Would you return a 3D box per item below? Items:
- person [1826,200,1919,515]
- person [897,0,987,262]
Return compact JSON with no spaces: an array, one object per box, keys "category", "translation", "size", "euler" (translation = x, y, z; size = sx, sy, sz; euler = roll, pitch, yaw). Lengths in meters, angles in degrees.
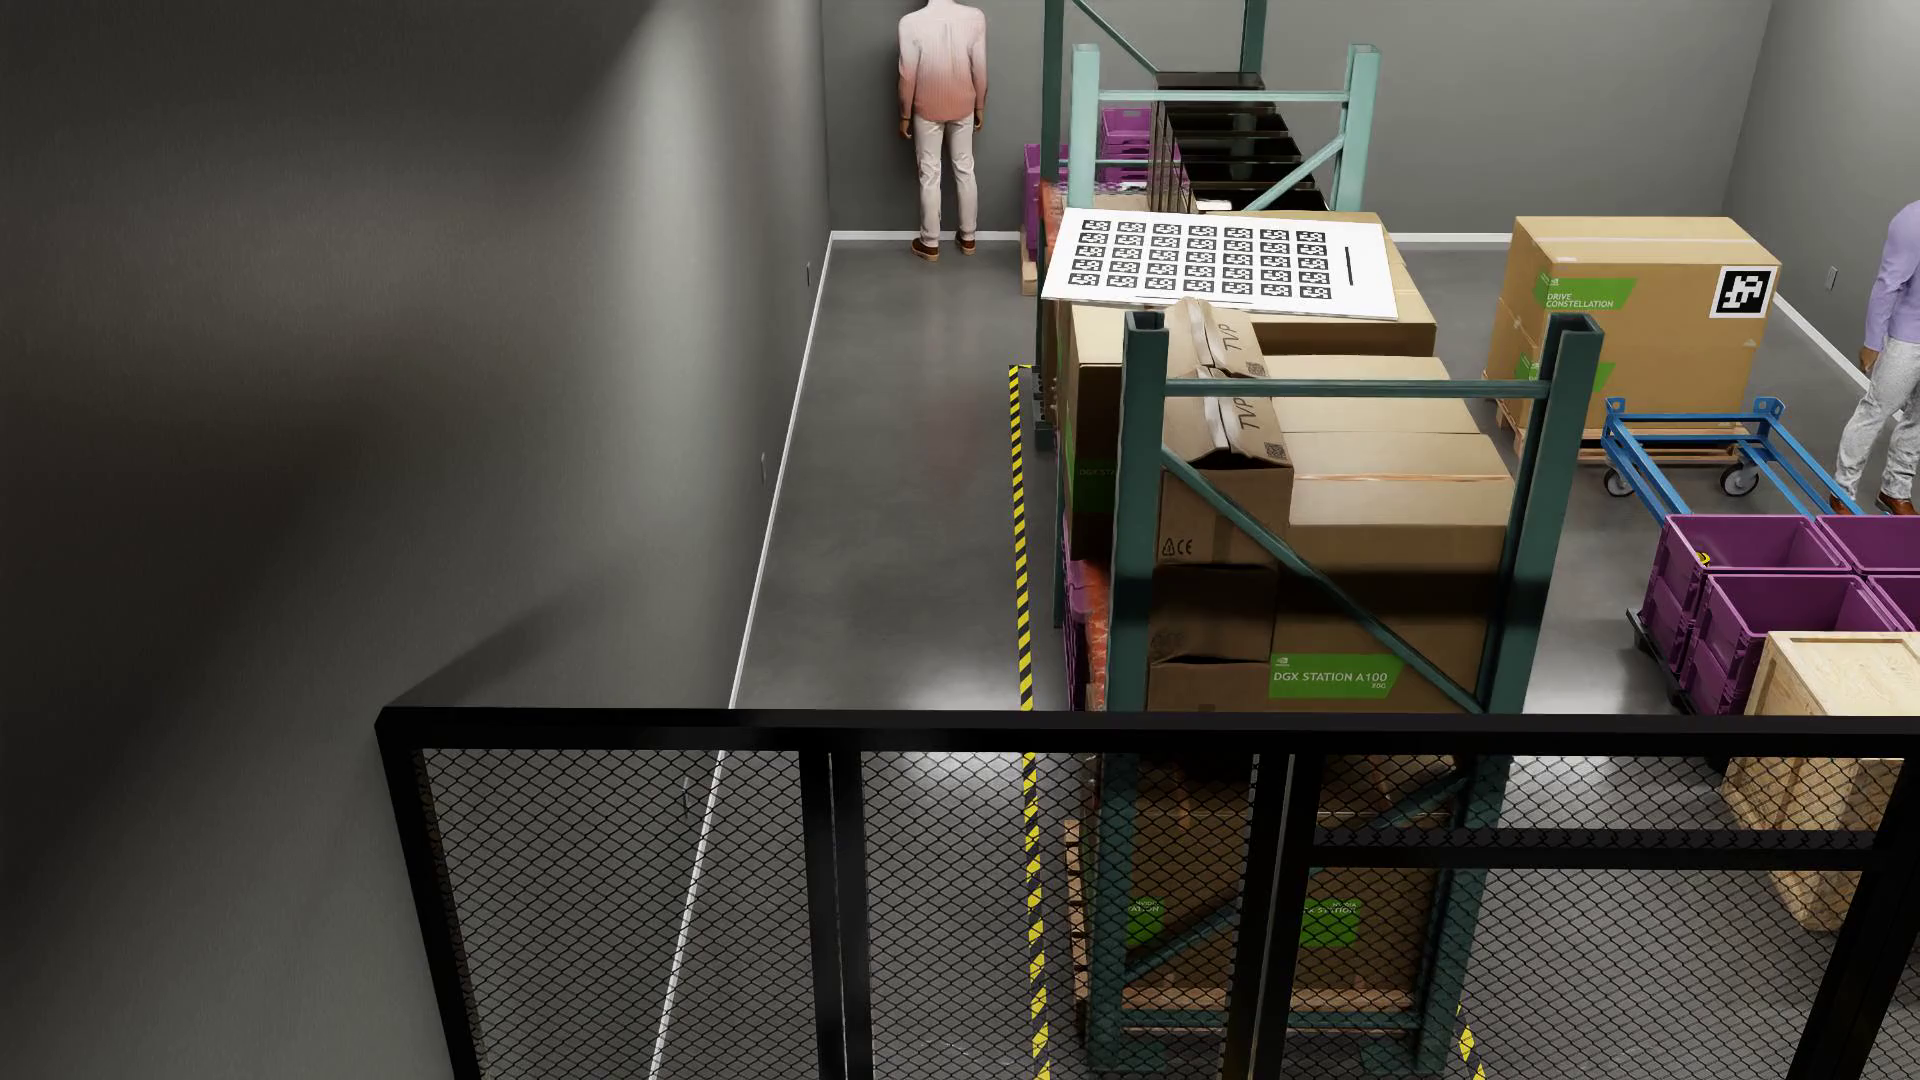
[{"category":"person","translation":[4.529,-0.940,7.775],"size":[0.638,1.938,0.357],"euler":[-1,31,-2]},{"category":"person","translation":[-0.124,-2.820,10.845],"size":[0.614,1.993,0.395],"euler":[-11,33,-18]}]
